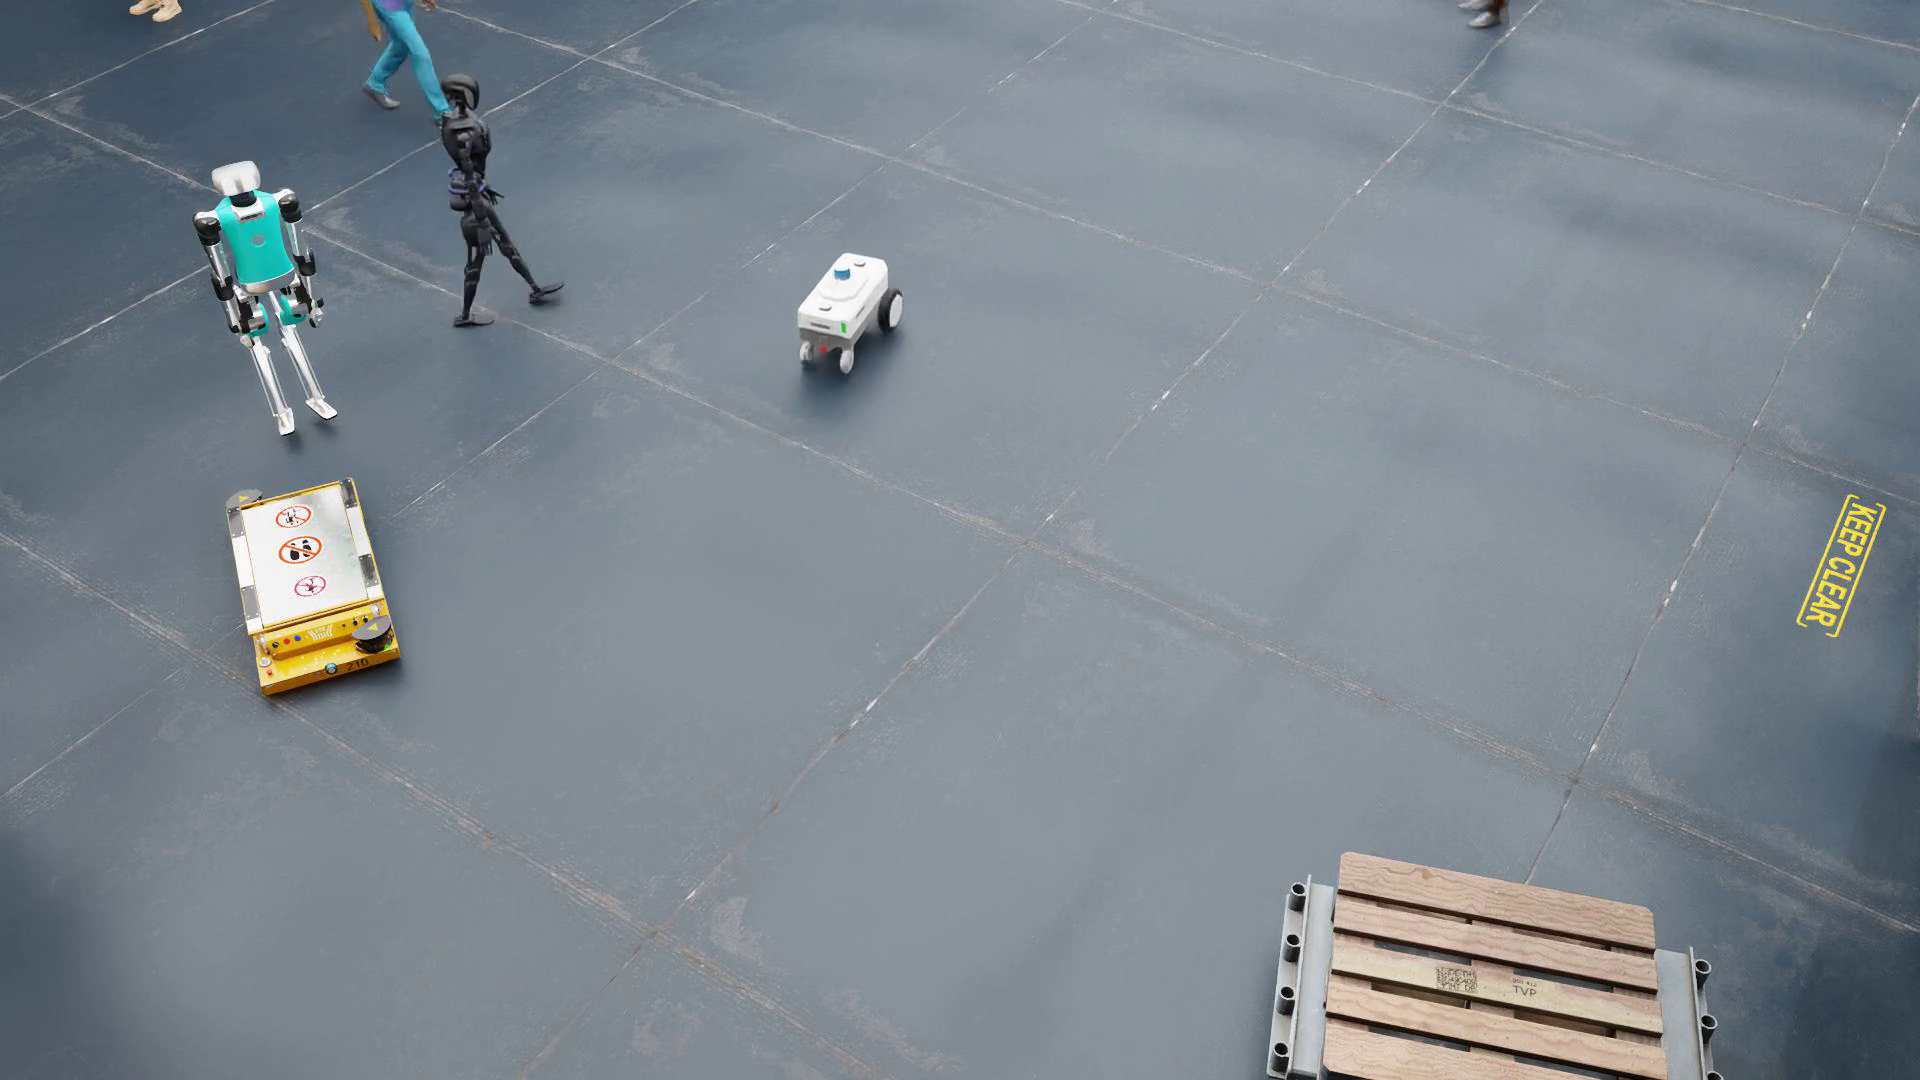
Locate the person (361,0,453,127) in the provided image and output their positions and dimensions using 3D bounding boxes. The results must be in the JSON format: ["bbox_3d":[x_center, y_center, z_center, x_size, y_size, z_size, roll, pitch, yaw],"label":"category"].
[{"bbox_3d":[-4.091,-3.862,11.946,0.903,1.809,0.578,11,43,12],"label":"person"}]

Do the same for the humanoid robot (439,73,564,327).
[{"bbox_3d":[-2.854,-2.045,10.027,0.711,1.630,0.611,-9,43,-10],"label":"humanoid robot"}]

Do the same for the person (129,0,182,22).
[{"bbox_3d":[-6.687,-5.045,13.313,0.490,1.748,0.315,22,46,23],"label":"person"}]

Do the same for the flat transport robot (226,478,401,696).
[{"bbox_3d":[-3.355,0.180,8.578,0.659,0.231,1.431,-16,44,-18],"label":"flat transport robot"}]

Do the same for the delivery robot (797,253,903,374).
[{"bbox_3d":[-0.696,-1.434,10.183,0.499,0.613,0.797,14,44,15],"label":"delivery robot"}]

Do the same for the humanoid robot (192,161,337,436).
[{"bbox_3d":[-3.822,-1.384,9.126,0.533,1.677,0.735,-24,47,-25],"label":"humanoid robot"}]

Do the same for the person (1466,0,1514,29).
[{"bbox_3d":[4.385,-5.032,13.177,0.440,1.949,0.583,-3,42,-3],"label":"person"}]
